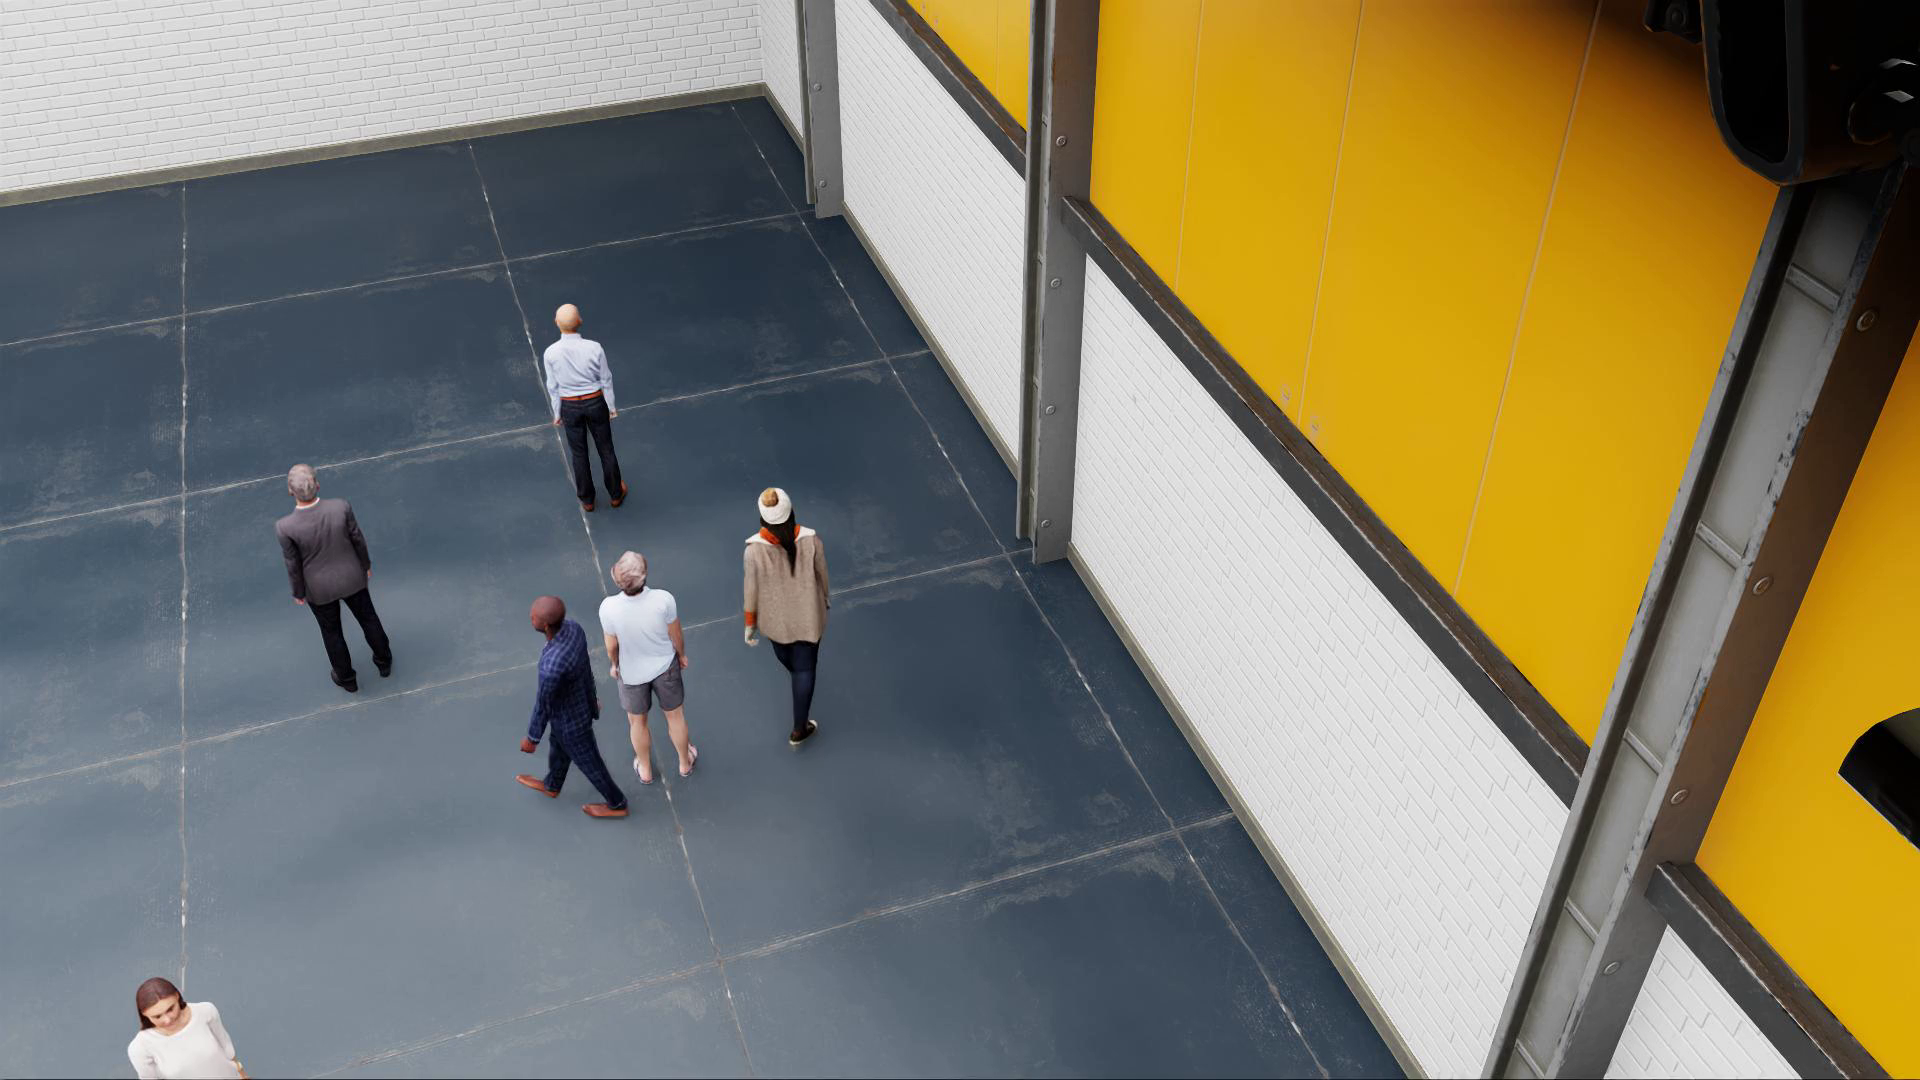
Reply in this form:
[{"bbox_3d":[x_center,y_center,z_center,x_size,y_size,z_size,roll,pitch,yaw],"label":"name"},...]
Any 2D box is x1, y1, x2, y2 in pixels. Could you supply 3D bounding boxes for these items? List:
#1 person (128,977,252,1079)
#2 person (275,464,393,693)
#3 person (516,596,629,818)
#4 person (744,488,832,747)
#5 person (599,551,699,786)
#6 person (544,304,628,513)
[{"bbox_3d":[-3.774,2.741,8.258,0.686,1.688,0.680,30,47,32],"label":"person"},{"bbox_3d":[-4.243,0.253,11.250,0.779,1.842,0.708,-24,44,-27],"label":"person"},{"bbox_3d":[-2.322,1.070,10.267,0.947,1.792,1.030,2,39,2],"label":"person"},{"bbox_3d":[-1.138,0.521,10.909,0.958,1.848,1.262,0,39,0],"label":"person"},{"bbox_3d":[-1.980,0.820,10.547,0.685,1.832,0.604,-7,39,-9],"label":"person"},{"bbox_3d":[-2.913,-1.015,12.880,0.666,1.789,0.579,-8,39,-10],"label":"person"}]
